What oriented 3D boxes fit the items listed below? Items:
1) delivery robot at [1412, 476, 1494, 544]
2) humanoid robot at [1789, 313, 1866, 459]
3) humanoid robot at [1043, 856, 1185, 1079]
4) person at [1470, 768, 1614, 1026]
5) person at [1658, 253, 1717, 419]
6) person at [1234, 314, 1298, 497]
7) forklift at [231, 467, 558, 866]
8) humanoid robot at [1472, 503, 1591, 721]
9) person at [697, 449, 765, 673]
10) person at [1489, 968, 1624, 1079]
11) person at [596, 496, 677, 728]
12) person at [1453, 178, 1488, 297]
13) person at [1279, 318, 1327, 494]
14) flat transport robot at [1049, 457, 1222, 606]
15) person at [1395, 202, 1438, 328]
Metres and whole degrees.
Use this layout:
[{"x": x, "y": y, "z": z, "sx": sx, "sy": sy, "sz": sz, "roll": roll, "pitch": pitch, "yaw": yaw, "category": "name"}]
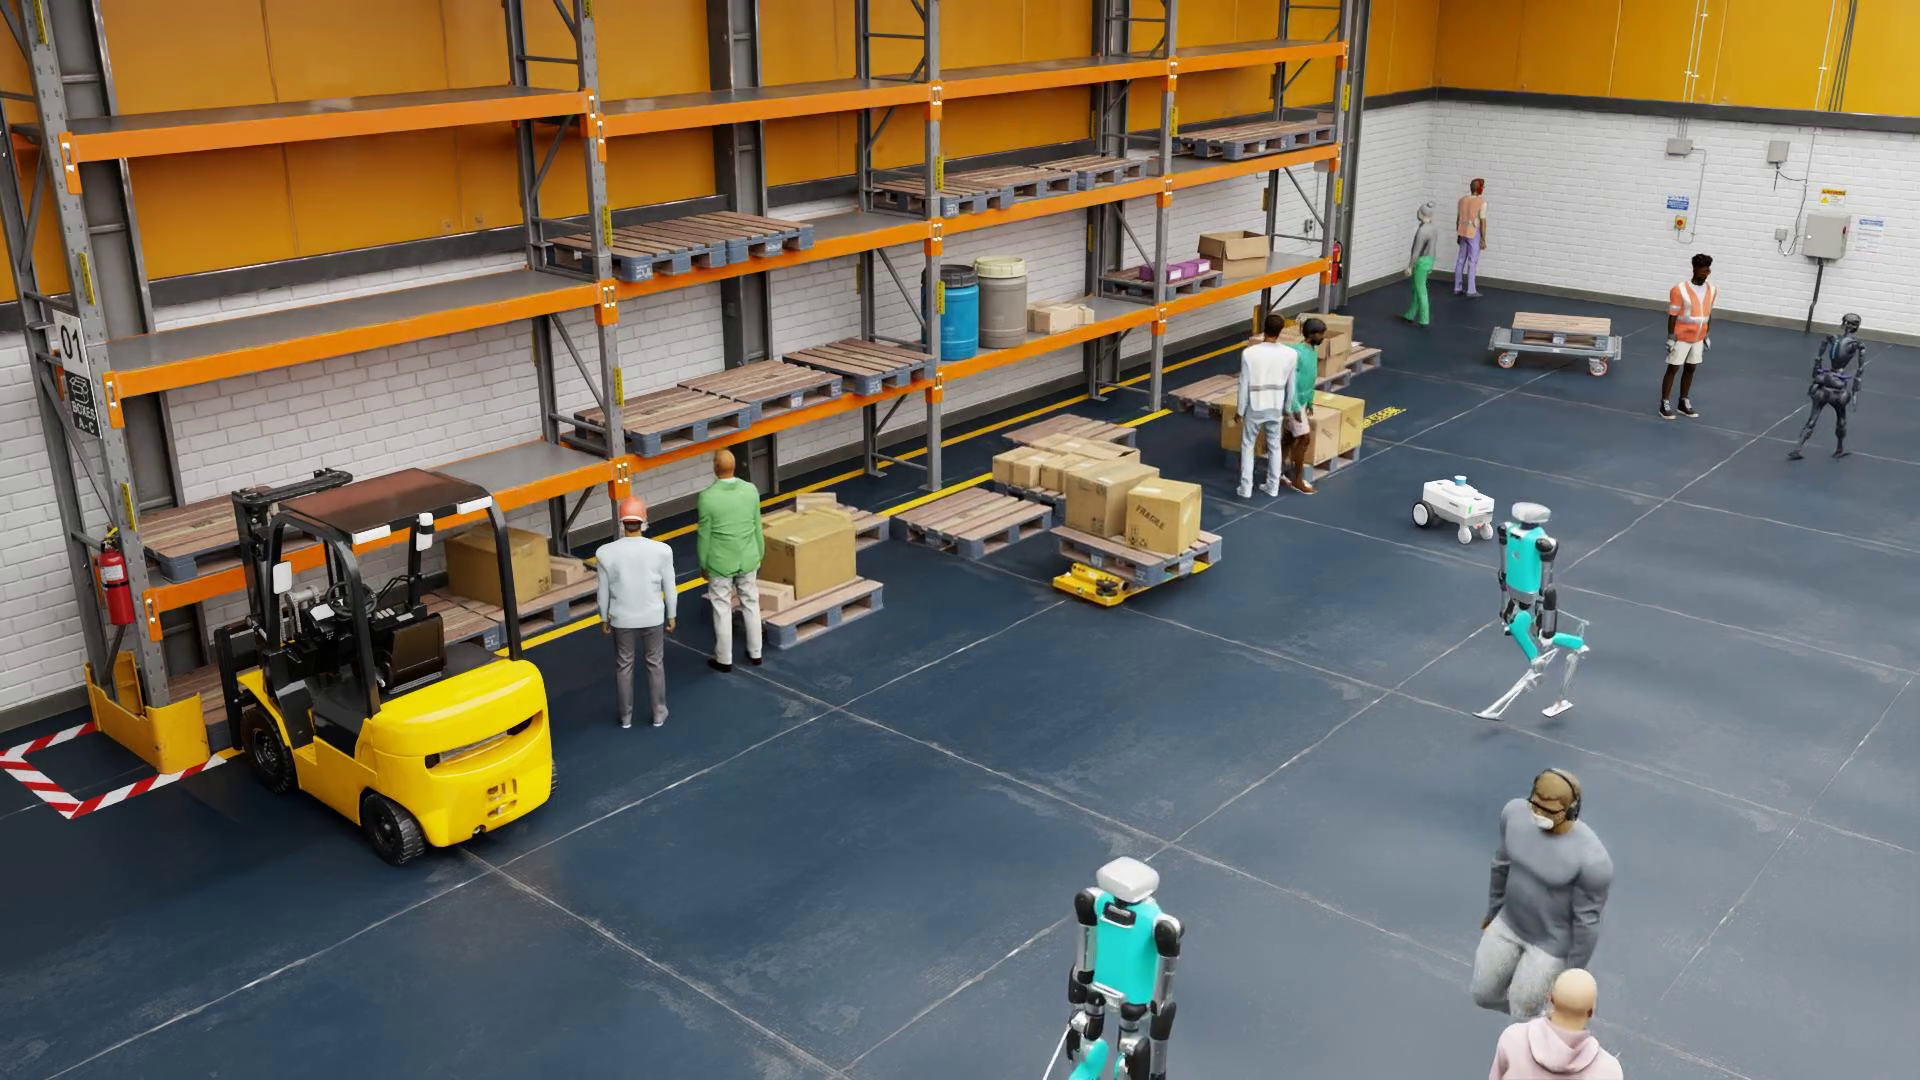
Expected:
[{"x": 4.779, "y": -0.318, "z": 16.022, "sx": 0.499, "sy": 0.609, "sz": 0.813, "roll": -9, "pitch": 22, "yaw": -24, "category": "delivery robot"}, {"x": 9.494, "y": -1.664, "z": 18.117, "sx": 0.781, "sy": 1.637, "sz": 0.610, "roll": -10, "pitch": 23, "yaw": -26, "category": "humanoid robot"}, {"x": 0.529, "y": 2.311, "z": 7.177, "sx": 0.570, "sy": 1.749, "sz": 0.917, "roll": 17, "pitch": 26, "yaw": 38, "category": "humanoid robot"}, {"x": 2.799, "y": 1.909, "z": 7.998, "sx": 0.518, "sy": 1.914, "sz": 0.656, "roll": -11, "pitch": 23, "yaw": -27, "category": "person"}, {"x": 8.604, "y": -2.408, "z": 19.626, "sx": 0.601, "sy": 1.966, "sz": 0.368, "roll": -6, "pitch": 21, "yaw": -15, "category": "person"}, {"x": 3.083, "y": -1.339, "z": 16.837, "sx": 0.615, "sy": 1.898, "sz": 0.449, "roll": -3, "pitch": 20, "yaw": -8, "category": "person"}, {"x": -3.730, "y": 0.710, "z": 10.856, "sx": 2.313, "sy": 2.155, "sz": 1.214, "roll": 17, "pitch": 26, "yaw": 38, "category": "forklift"}, {"x": 4.212, "y": 0.540, "z": 11.989, "sx": 1.040, "sy": 1.729, "sz": 0.561, "roll": -8, "pitch": 22, "yaw": -22, "category": "humanoid robot"}, {"x": -1.775, "y": 0.157, "z": 12.952, "sx": 0.543, "sy": 1.777, "sz": 0.386, "roll": -11, "pitch": 23, "yaw": -28, "category": "person"}, {"x": 2.321, "y": 2.498, "z": 6.614, "sx": 0.536, "sy": 1.774, "sz": 0.417, "roll": 12, "pitch": 24, "yaw": 30, "category": "person"}, {"x": -2.324, "y": 0.524, "z": 12.010, "sx": 0.572, "sy": 1.739, "sz": 0.351, "roll": -4, "pitch": 21, "yaw": -10, "category": "person"}, {"x": 8.015, "y": -4.747, "z": 26.135, "sx": 0.390, "sy": 1.847, "sz": 0.563, "roll": -12, "pitch": 23, "yaw": -29, "category": "person"}, {"x": 3.524, "y": -1.376, "z": 17.044, "sx": 0.718, "sy": 1.815, "sz": 0.526, "roll": 14, "pitch": 24, "yaw": 33, "category": "person"}, {"x": 1.555, "y": 0.246, "z": 14.884, "sx": 1.431, "sy": 0.231, "sz": 0.659, "roll": -18, "pitch": 27, "yaw": -40, "category": "flat transport robot"}, {"x": 6.645, "y": -4.007, "z": 24.193, "sx": 0.604, "sy": 1.841, "sz": 0.527, "roll": 13, "pitch": 24, "yaw": 32, "category": "person"}]
